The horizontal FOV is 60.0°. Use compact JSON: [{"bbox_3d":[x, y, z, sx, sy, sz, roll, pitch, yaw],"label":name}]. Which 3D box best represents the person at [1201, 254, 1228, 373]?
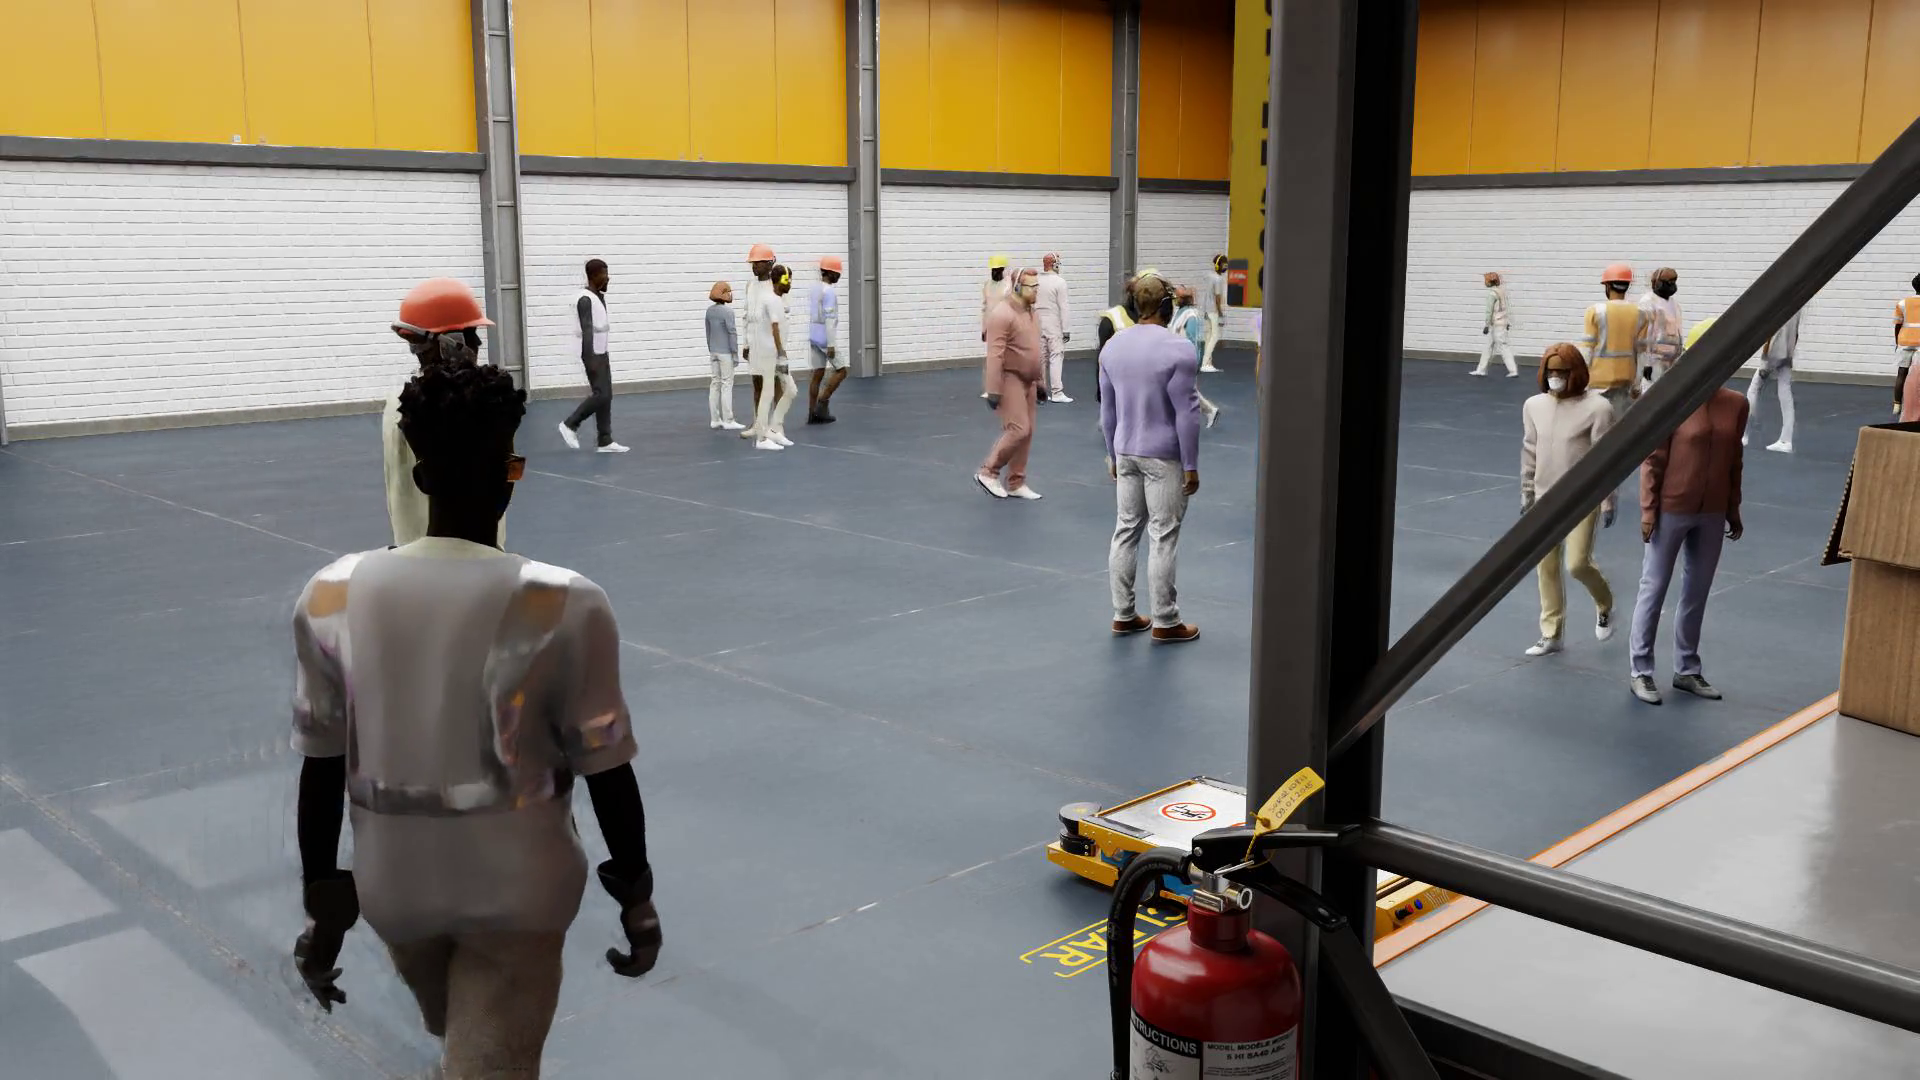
[{"bbox_3d":[3.967,-3.533,26.004,0.380,1.836,0.649,-1,10,-6],"label":"person"}]

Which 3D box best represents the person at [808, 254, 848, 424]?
[{"bbox_3d":[-1.524,-2.252,18.770,0.478,1.911,0.675,-5,12,-27],"label":"person"}]

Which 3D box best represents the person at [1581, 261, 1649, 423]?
[{"bbox_3d":[5.345,-1.314,13.634,0.571,1.920,0.533,-1,10,-7],"label":"person"}]

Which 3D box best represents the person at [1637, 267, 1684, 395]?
[{"bbox_3d":[6.768,-1.733,16.179,0.629,1.828,0.477,-7,13,-35],"label":"person"}]

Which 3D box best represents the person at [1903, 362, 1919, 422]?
[{"bbox_3d":[4.146,-0.119,6.915,0.613,1.995,0.391,-4,11,-23],"label":"person"}]

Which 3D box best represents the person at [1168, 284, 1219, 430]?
[{"bbox_3d":[2.460,-1.935,17.858,0.678,1.614,0.517,-1,10,-8],"label":"person"}]

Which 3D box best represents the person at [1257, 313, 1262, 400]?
[{"bbox_3d":[2.676,-1.253,13.571,0.565,1.828,0.562,6,12,28],"label":"person"}]

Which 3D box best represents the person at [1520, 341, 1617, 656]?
[{"bbox_3d":[3.122,-0.210,8.477,0.484,1.613,0.517,-8,13,-37],"label":"person"}]

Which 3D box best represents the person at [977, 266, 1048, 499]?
[{"bbox_3d":[0.459,-1.242,13.344,0.417,1.887,0.685,5,12,28],"label":"person"}]

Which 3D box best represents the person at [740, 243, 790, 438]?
[{"bbox_3d":[-2.050,-2.060,17.372,0.605,2.044,0.374,7,13,35],"label":"person"}]

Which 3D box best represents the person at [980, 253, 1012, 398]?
[{"bbox_3d":[0.558,-2.822,21.924,0.608,1.904,0.606,9,14,41],"label":"person"}]

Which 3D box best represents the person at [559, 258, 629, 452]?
[{"bbox_3d":[-3.597,-1.795,16.294,0.561,1.906,0.619,1,10,4],"label":"person"}]

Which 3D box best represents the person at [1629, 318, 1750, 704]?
[{"bbox_3d":[3.347,-0.127,7.596,0.526,1.765,0.329,-2,11,-12],"label":"person"}]

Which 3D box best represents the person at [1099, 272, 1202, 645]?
[{"bbox_3d":[1.005,-0.423,8.727,0.372,1.940,0.630,-10,14,-44],"label":"person"}]

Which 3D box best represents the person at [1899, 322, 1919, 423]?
[{"bbox_3d":[6.427,-0.706,10.872,0.765,1.718,0.483,-1,10,-6],"label":"person"}]

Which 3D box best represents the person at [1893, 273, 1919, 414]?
[{"bbox_3d":[11.351,-2.319,19.732,0.318,1.697,0.533,-10,14,-44],"label":"person"}]

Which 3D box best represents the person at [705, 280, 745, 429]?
[{"bbox_3d":[-2.616,-2.043,18.388,0.286,1.636,0.497,-10,14,-44],"label":"person"}]

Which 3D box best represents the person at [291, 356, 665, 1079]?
[{"bbox_3d":[-0.873,0.615,3.124,0.621,1.909,1.024,3,11,15],"label":"person"}]

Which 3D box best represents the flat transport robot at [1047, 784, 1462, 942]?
[{"bbox_3d":[1.022,1.042,5.290,0.652,0.197,1.431,-10,14,-44],"label":"flat transport robot"}]

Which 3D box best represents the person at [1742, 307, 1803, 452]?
[{"bbox_3d":[8.057,-1.820,16.603,0.565,1.837,0.868,-4,11,-19],"label":"person"}]

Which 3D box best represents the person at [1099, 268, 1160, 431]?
[{"bbox_3d":[1.834,-1.862,16.967,0.839,1.806,0.602,-2,11,-10],"label":"person"}]

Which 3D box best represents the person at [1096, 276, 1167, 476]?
[{"bbox_3d":[1.433,-1.363,14.270,0.629,1.807,0.856,-5,12,-25],"label":"person"}]

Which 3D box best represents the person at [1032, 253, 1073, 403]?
[{"bbox_3d":[1.175,-2.710,21.288,0.410,1.909,0.642,-10,14,-44],"label":"person"}]

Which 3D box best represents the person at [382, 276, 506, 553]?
[{"bbox_3d":[-1.677,0.133,5.536,0.375,1.997,0.609,-10,14,-44],"label":"person"}]

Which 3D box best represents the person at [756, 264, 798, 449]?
[{"bbox_3d":[-1.842,-1.814,16.595,0.484,1.840,0.646,1,10,6],"label":"person"}]

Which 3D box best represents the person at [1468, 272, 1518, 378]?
[{"bbox_3d":[8.093,-3.234,25.017,0.728,1.585,0.525,5,11,24],"label":"person"}]
